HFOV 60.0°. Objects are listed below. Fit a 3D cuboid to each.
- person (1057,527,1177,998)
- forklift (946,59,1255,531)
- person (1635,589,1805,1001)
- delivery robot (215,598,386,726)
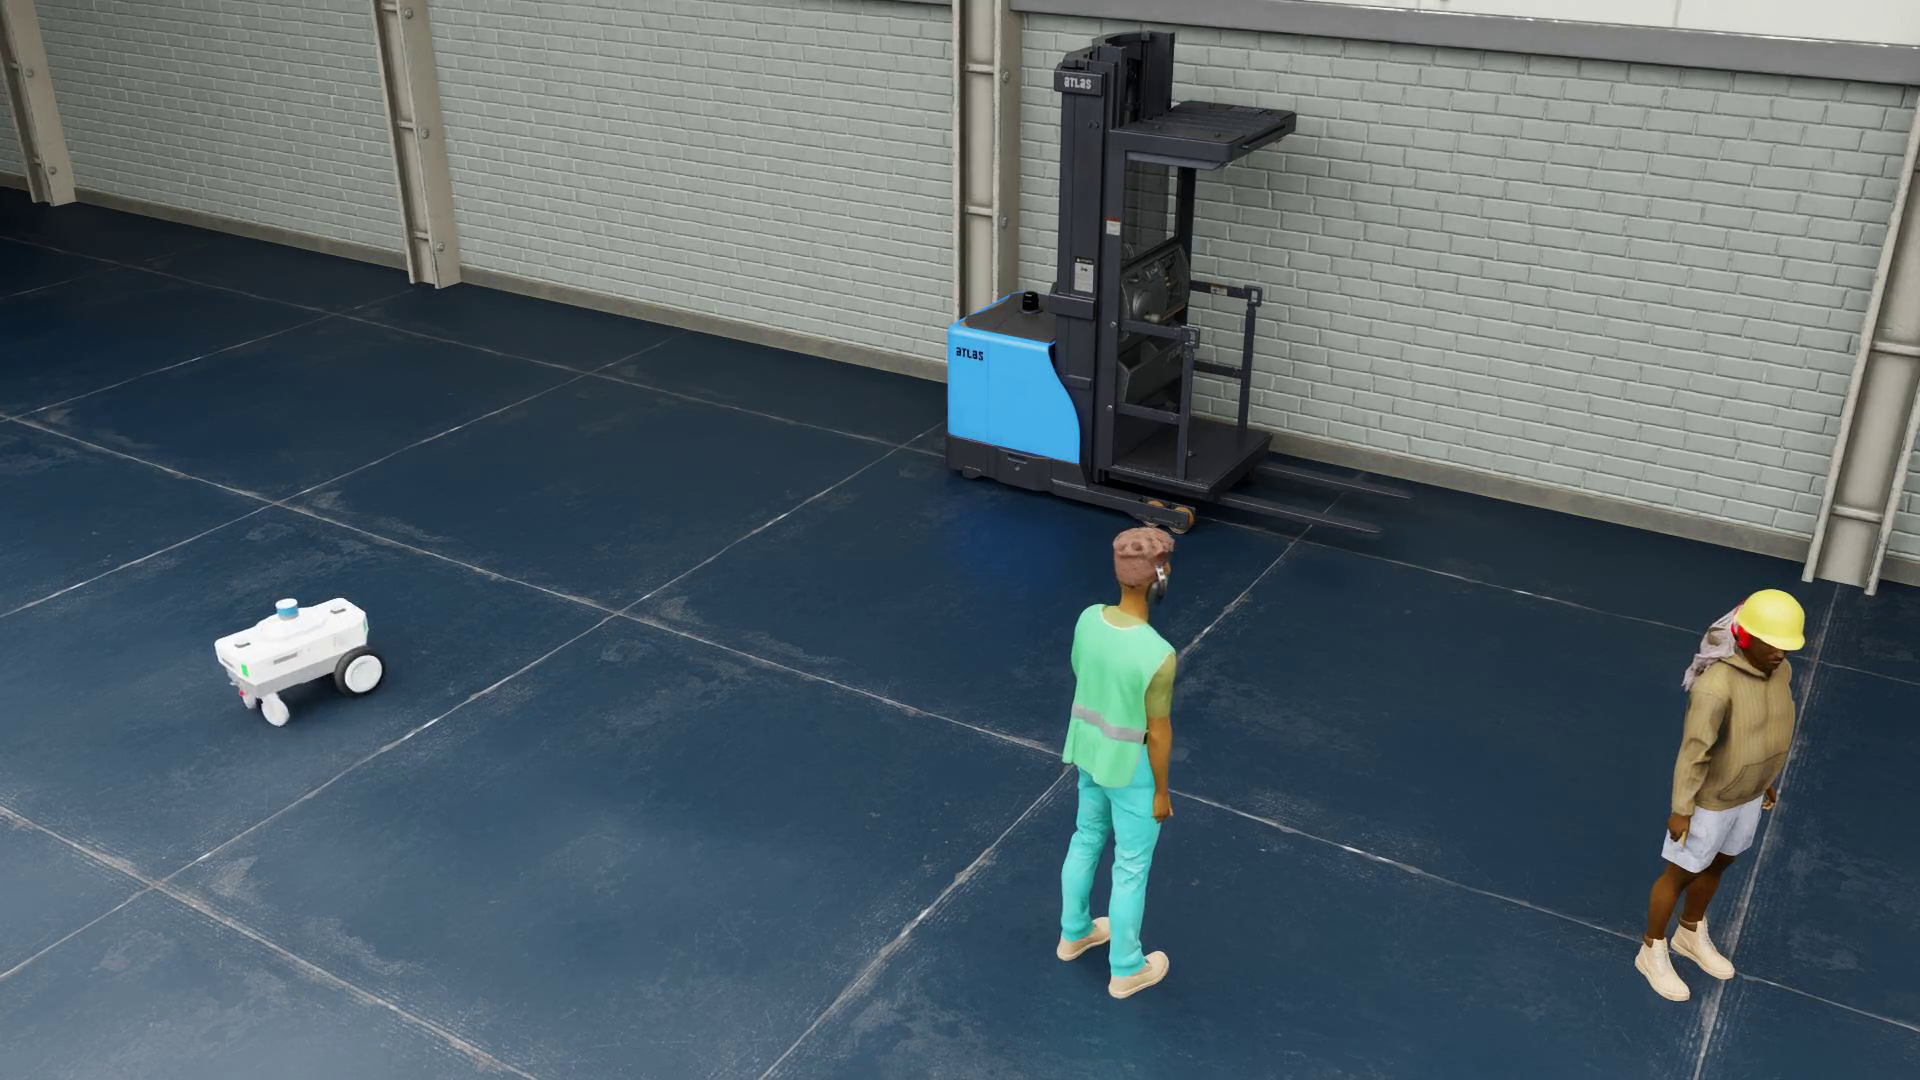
[{"bbox_3d":[0.611,0.869,6.440,0.389,1.970,0.479,-19,31,-34],"label":"person"},{"bbox_3d":[0.933,-1.707,10.833,1.873,2.768,1.129,15,29,28],"label":"forklift"},{"bbox_3d":[2.954,0.965,6.467,0.556,1.760,0.402,-13,28,-25],"label":"person"},{"bbox_3d":[-3.439,0.585,8.674,0.522,0.584,0.752,23,33,39],"label":"delivery robot"}]
